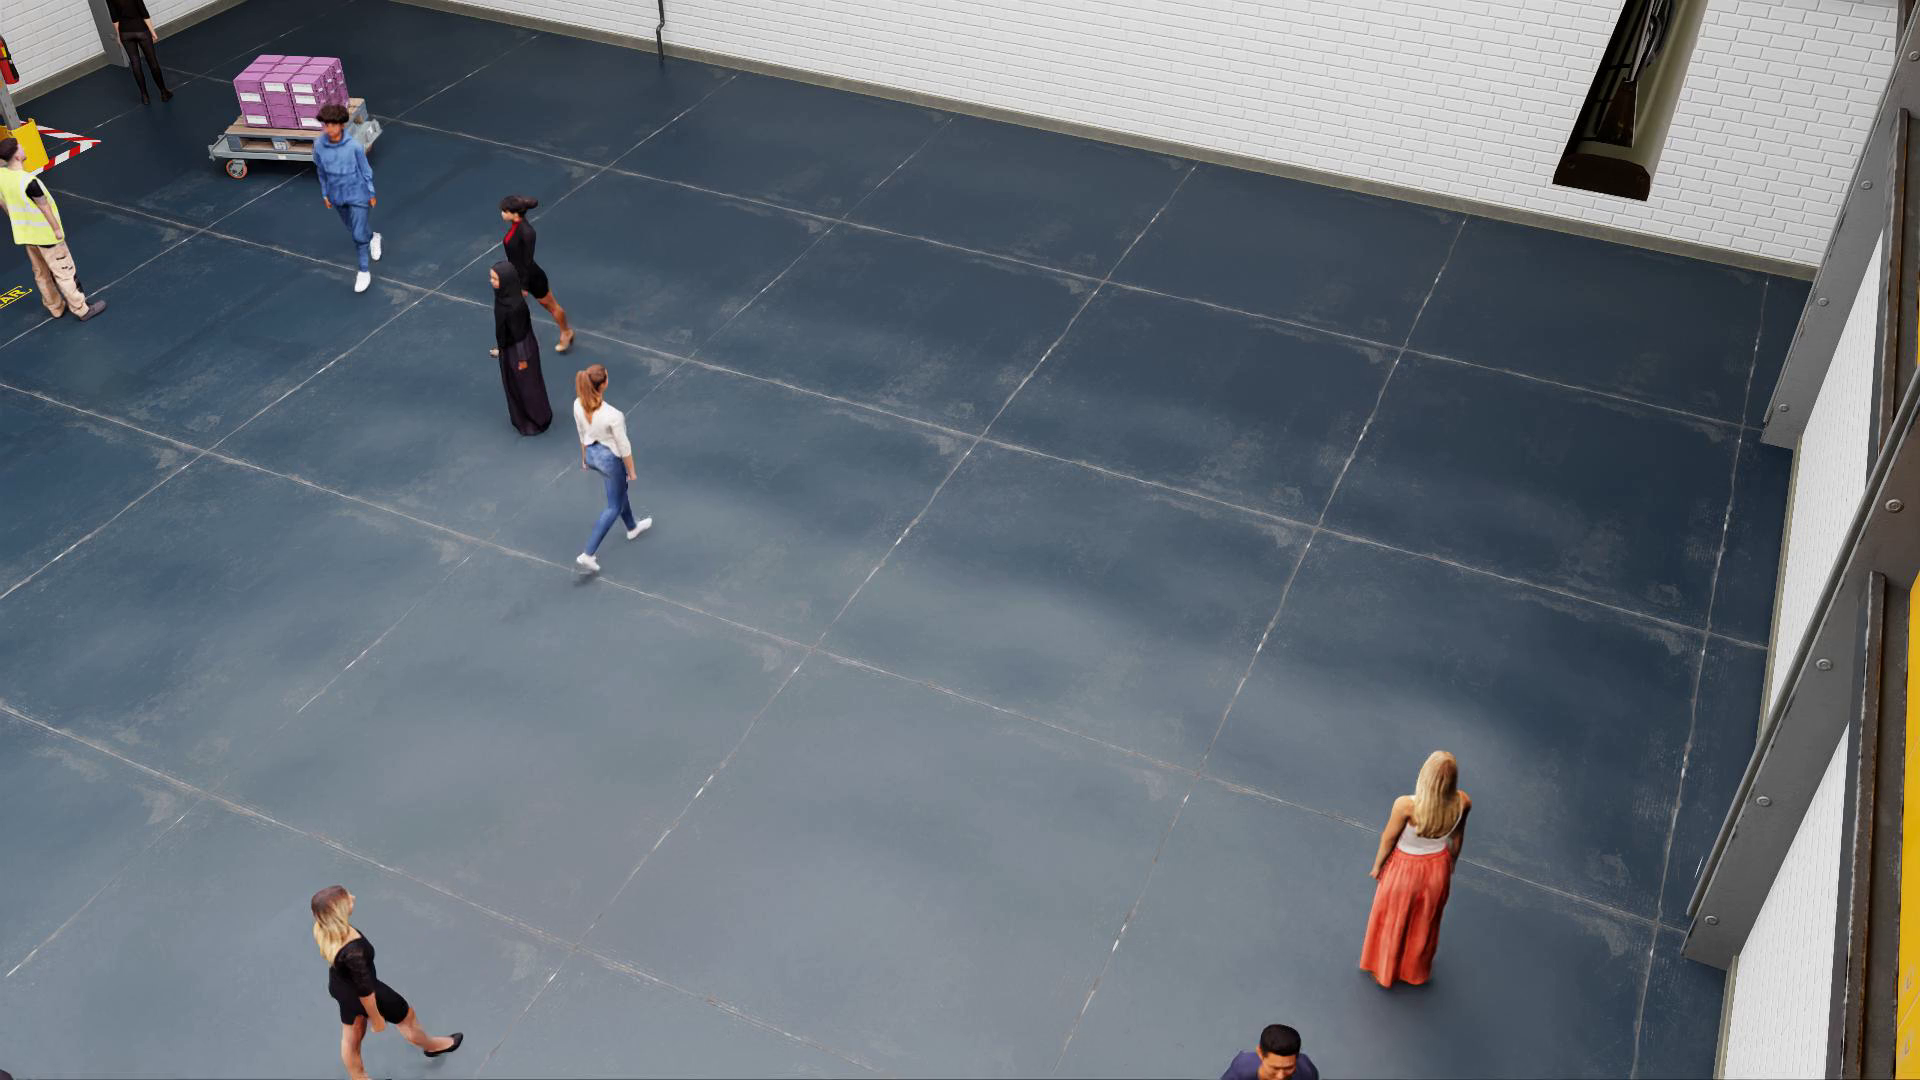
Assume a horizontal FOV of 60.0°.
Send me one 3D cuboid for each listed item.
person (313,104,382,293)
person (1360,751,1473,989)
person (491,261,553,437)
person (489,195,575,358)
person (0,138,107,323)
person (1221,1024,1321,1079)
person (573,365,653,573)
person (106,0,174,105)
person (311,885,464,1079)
[{"bbox_3d":[-5.924,-3.401,16.191,0.923,1.780,1.224,4,39,5],"label":"person"},{"bbox_3d":[2.606,1.903,9.532,0.738,1.802,0.751,-5,39,-6],"label":"person"},{"bbox_3d":[-3.751,-1.659,14.144,0.792,1.613,0.743,-16,41,-19],"label":"person"},{"bbox_3d":[-3.805,-2.364,15.035,1.083,1.603,0.921,-22,43,-25],"label":"person"},{"bbox_3d":[-8.570,-2.889,15.497,0.729,1.846,0.745,11,40,14],"label":"person"},{"bbox_3d":[1.482,2.901,8.301,0.791,1.780,0.840,-5,39,-6],"label":"person"},{"bbox_3d":[-2.743,-0.534,12.668,0.762,1.696,1.127,24,45,27],"label":"person"},{"bbox_3d":[-9.661,-5.929,19.468,0.650,1.641,0.698,-11,40,-13],"label":"person"},{"bbox_3d":[-3.281,2.495,8.910,0.723,1.653,0.940,28,46,31],"label":"person"}]
